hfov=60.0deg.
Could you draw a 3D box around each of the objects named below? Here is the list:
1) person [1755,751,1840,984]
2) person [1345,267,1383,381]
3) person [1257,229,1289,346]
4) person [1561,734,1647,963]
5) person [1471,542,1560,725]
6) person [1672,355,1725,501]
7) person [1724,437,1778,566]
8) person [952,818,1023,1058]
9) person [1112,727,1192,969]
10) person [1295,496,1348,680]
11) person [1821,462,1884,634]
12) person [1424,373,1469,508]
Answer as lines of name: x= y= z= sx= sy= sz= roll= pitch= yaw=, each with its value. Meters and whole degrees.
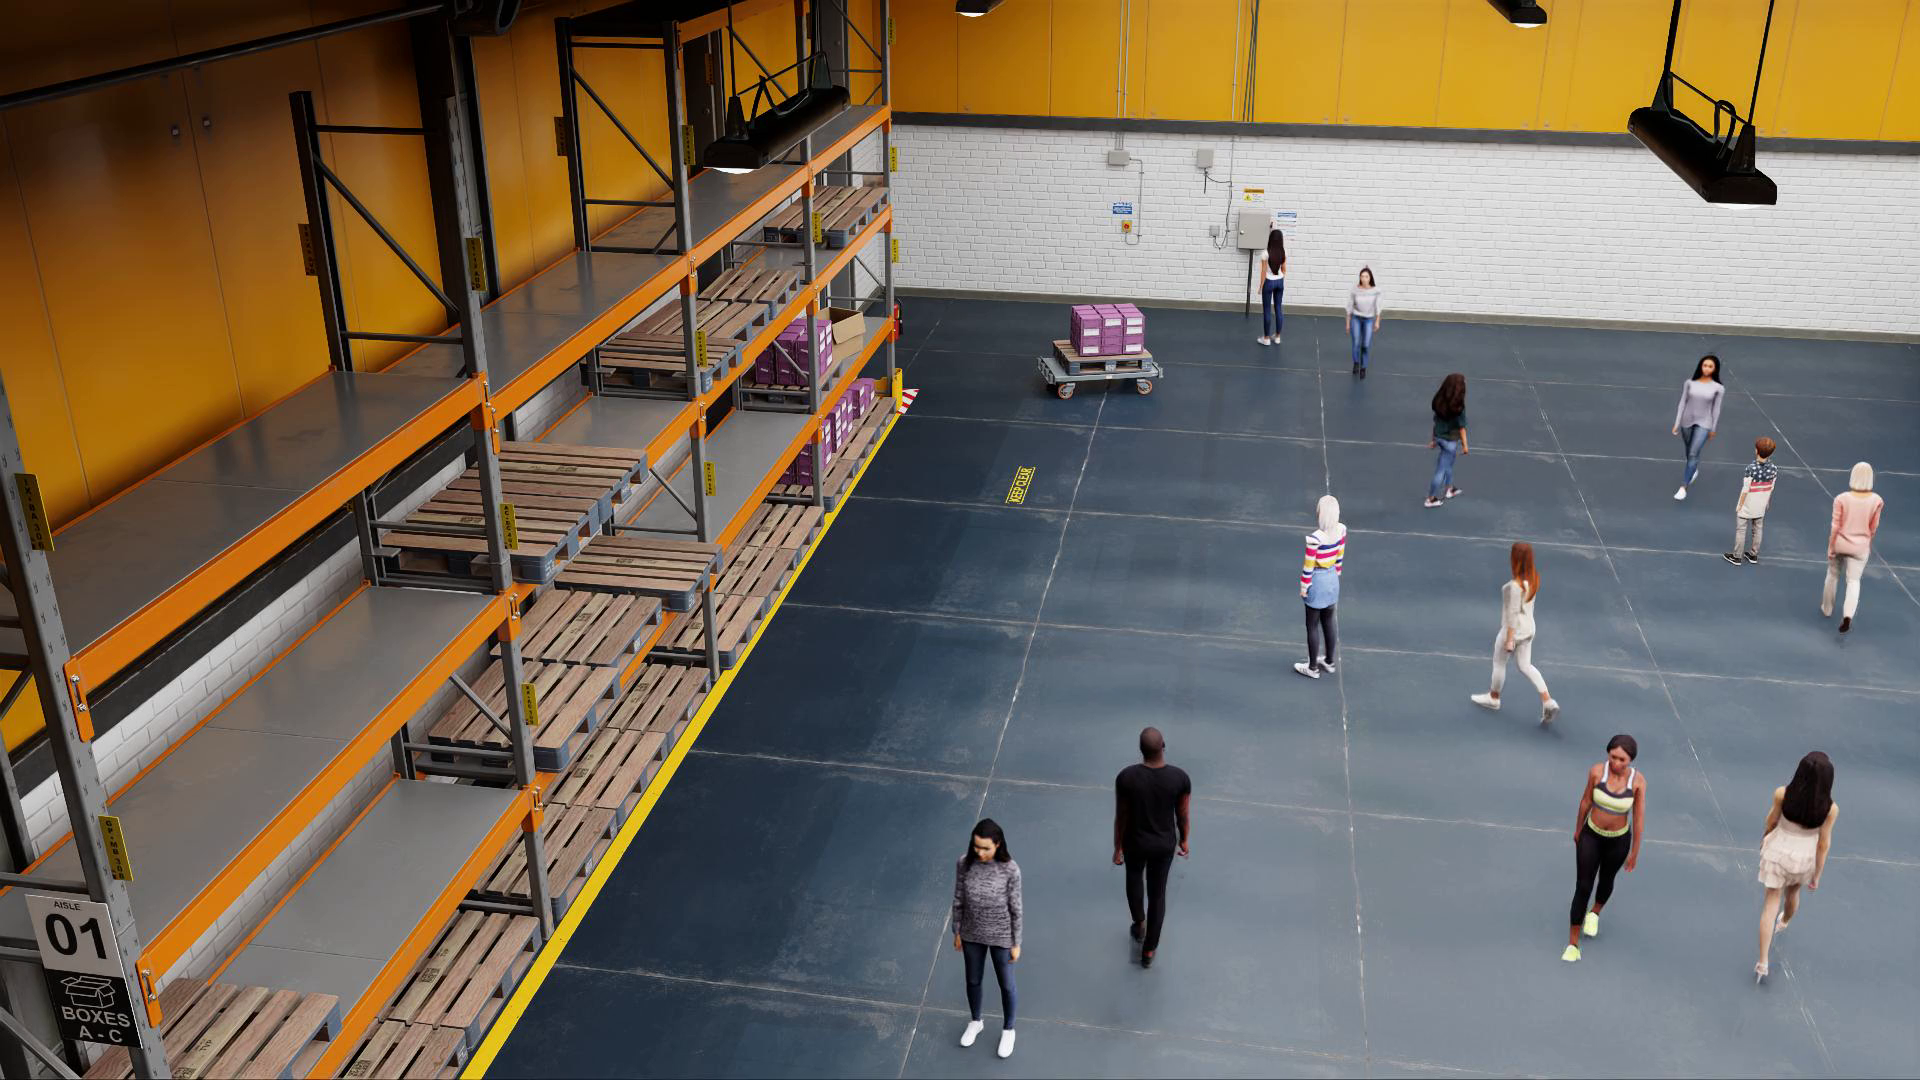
person: x=5.679 y=2.276 z=11.452 sx=0.814 sy=1.691 sz=1.101 roll=13 pitch=27 yaw=28
person: x=5.792 y=-3.142 z=23.963 sx=0.686 sy=1.599 sz=0.942 roll=6 pitch=24 yaw=13
person: x=4.782 y=-3.865 z=25.399 sx=0.671 sy=1.774 sz=0.682 roll=-9 pitch=25 yaw=-19
person: x=4.602 y=2.104 z=11.814 sx=0.798 sy=1.717 sz=1.119 roll=12 pitch=26 yaw=25
person: x=5.019 y=0.848 z=14.737 sx=1.058 sy=1.676 sz=1.040 roll=-20 pitch=31 yaw=-38
person: x=8.794 y=-1.377 z=19.814 sx=1.036 sy=1.688 sz=1.247 roll=20 pitch=30 yaw=38
person: x=8.571 y=-0.429 z=17.957 sx=0.580 sy=1.438 sz=0.573 roll=-4 pitch=24 yaw=-10
person: x=0.192 y=2.542 z=10.794 sx=0.643 sy=1.731 sz=0.574 roll=7 pitch=25 yaw=16
person: x=1.314 y=2.177 z=11.542 sx=0.726 sy=1.800 sz=0.737 roll=2 pitch=24 yaw=5
person: x=3.394 y=0.425 z=15.543 sx=0.690 sy=1.807 sz=0.746 roll=-15 pitch=28 yaw=-31
person: x=8.815 y=0.091 z=16.440 sx=0.701 sy=1.701 sz=1.049 roll=8 pitch=25 yaw=17
person: x=5.616 y=-1.135 z=19.377 sx=0.905 sy=1.593 sz=0.900 roll=-10 pitch=25 yaw=-21
